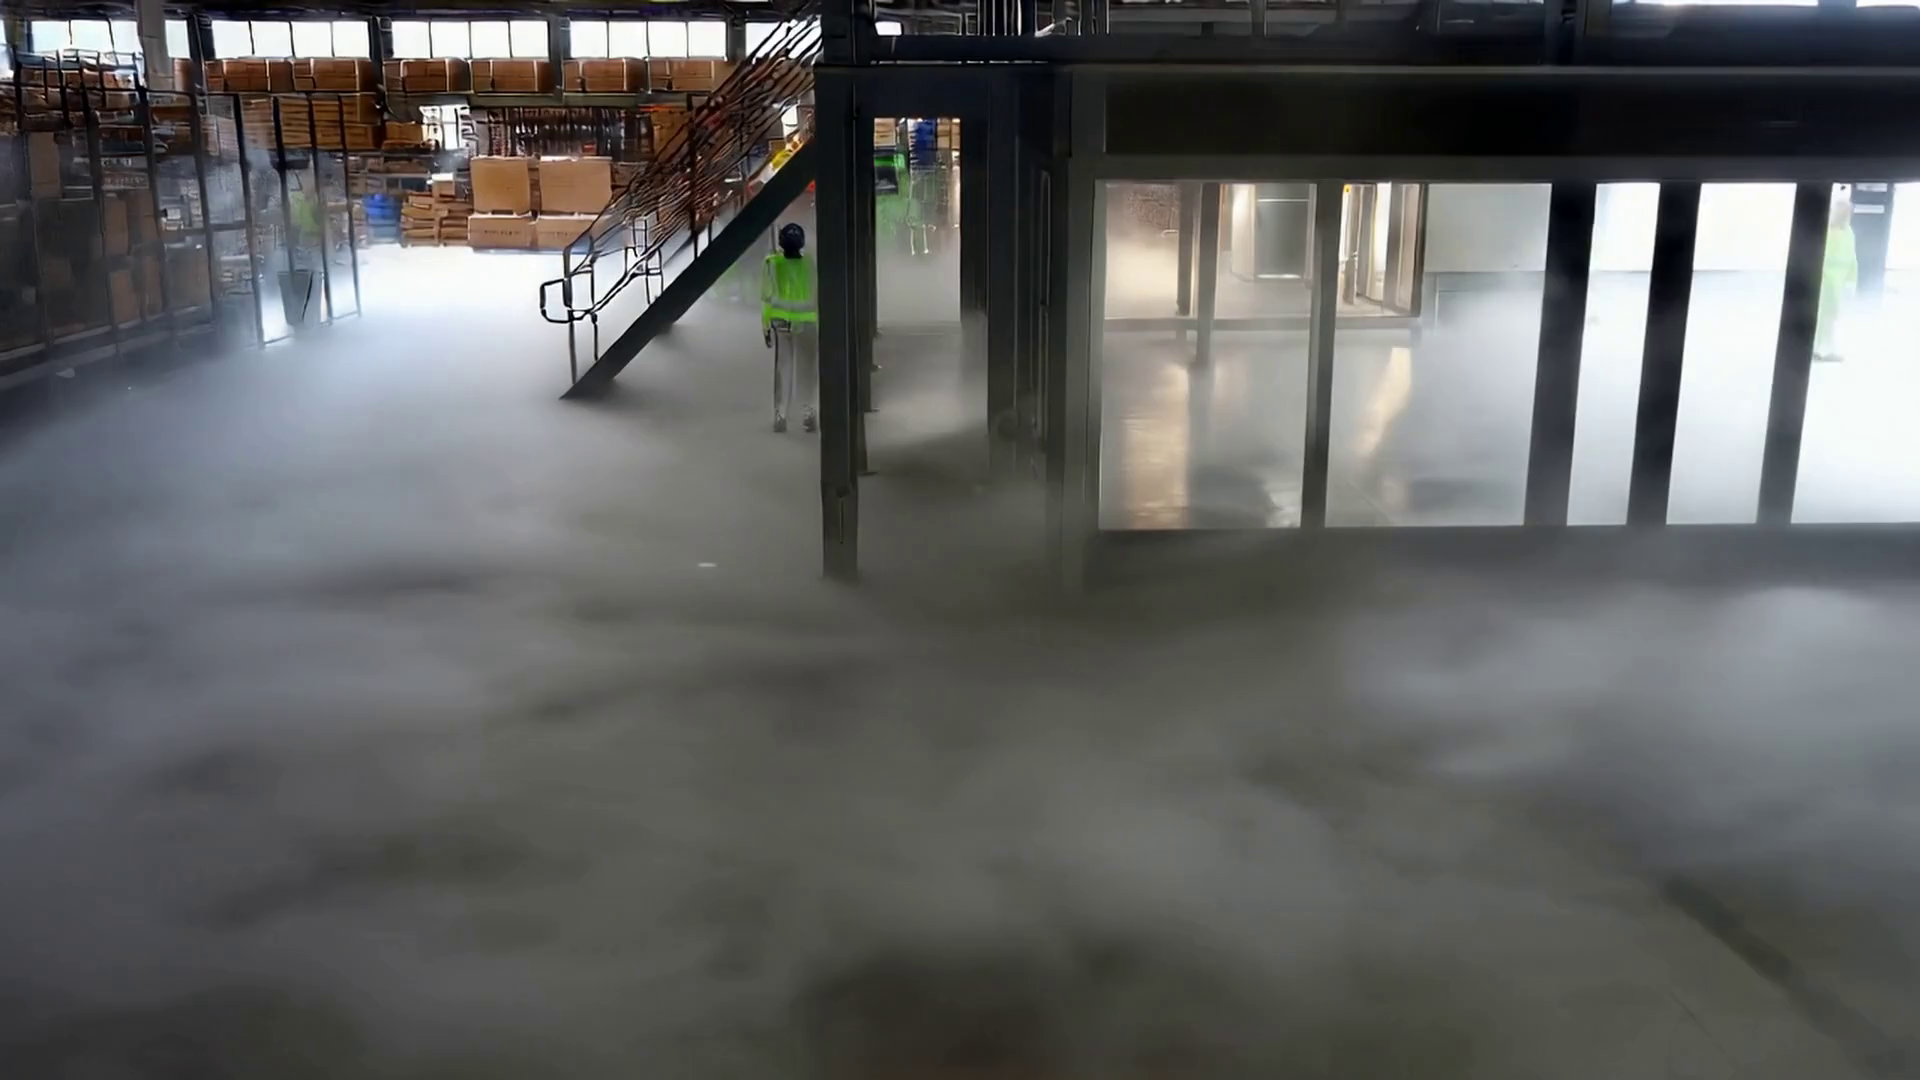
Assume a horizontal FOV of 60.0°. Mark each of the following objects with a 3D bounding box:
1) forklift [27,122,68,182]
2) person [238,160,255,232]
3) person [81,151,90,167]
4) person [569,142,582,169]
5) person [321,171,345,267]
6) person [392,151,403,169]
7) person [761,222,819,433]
[{"bbox_3d":[-35.376,-14.773,64.377,1.129,2.768,1.873,-1,14,-2],"label":"forklift"},{"bbox_3d":[-16.062,-7.581,37.485,0.368,1.967,0.600,-6,15,-24],"label":"person"},{"bbox_3d":[-35.454,-14.985,67.674,0.538,1.681,0.650,-8,16,-29],"label":"person"},{"bbox_3d":[-18.005,-17.664,77.936,0.635,1.902,1.005,-1,14,-5],"label":"person"},{"bbox_3d":[-12.218,-6.225,32.298,0.413,1.852,0.516,3,14,13],"label":"person"},{"bbox_3d":[-28.030,-18.848,82.789,0.590,1.833,0.404,3,14,11],"label":"person"},{"bbox_3d":[-1.494,-1.900,14.949,0.574,1.884,0.356,-1,14,-2],"label":"person"}]
